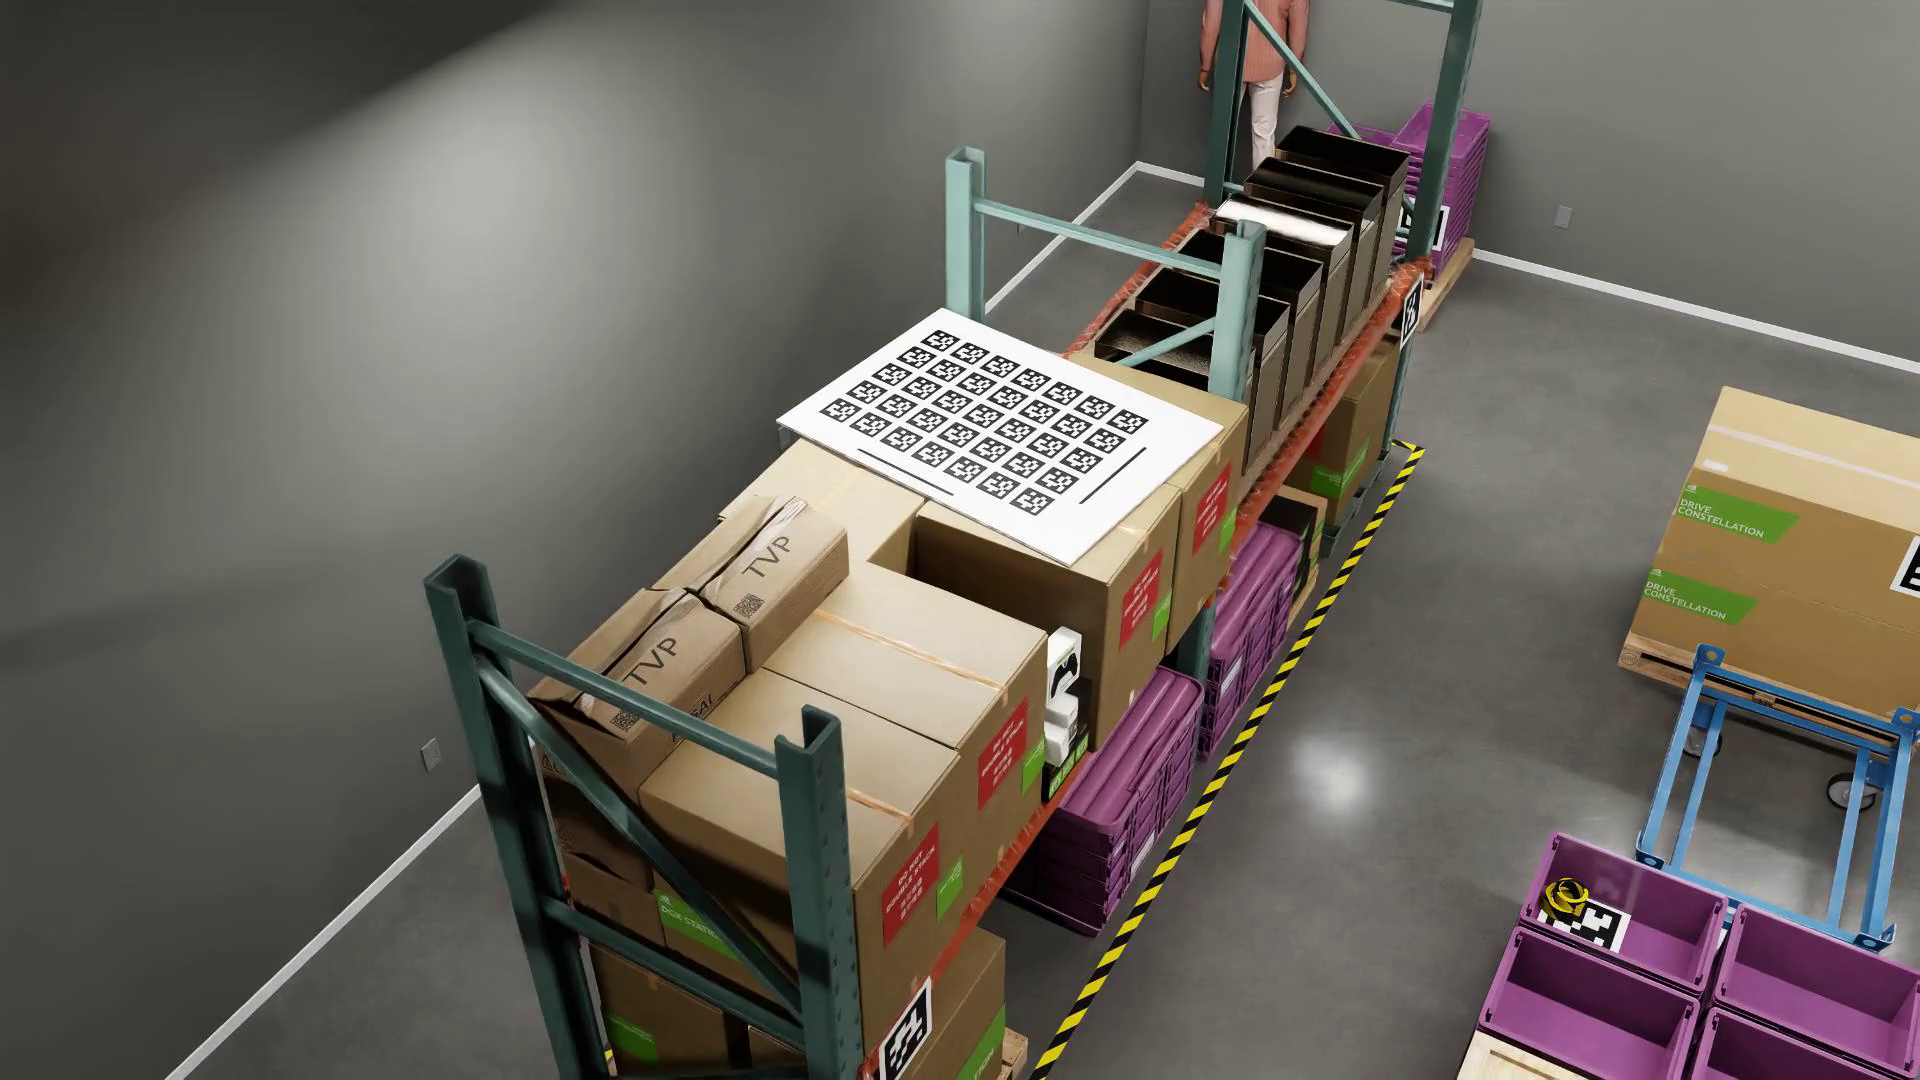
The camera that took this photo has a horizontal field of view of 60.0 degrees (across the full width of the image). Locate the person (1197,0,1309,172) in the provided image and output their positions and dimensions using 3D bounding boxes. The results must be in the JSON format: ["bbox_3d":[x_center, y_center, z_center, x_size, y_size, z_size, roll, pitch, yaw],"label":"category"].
[{"bbox_3d":[1.733,-2.851,9.951,0.623,1.992,0.397,4,40,5],"label":"person"}]
